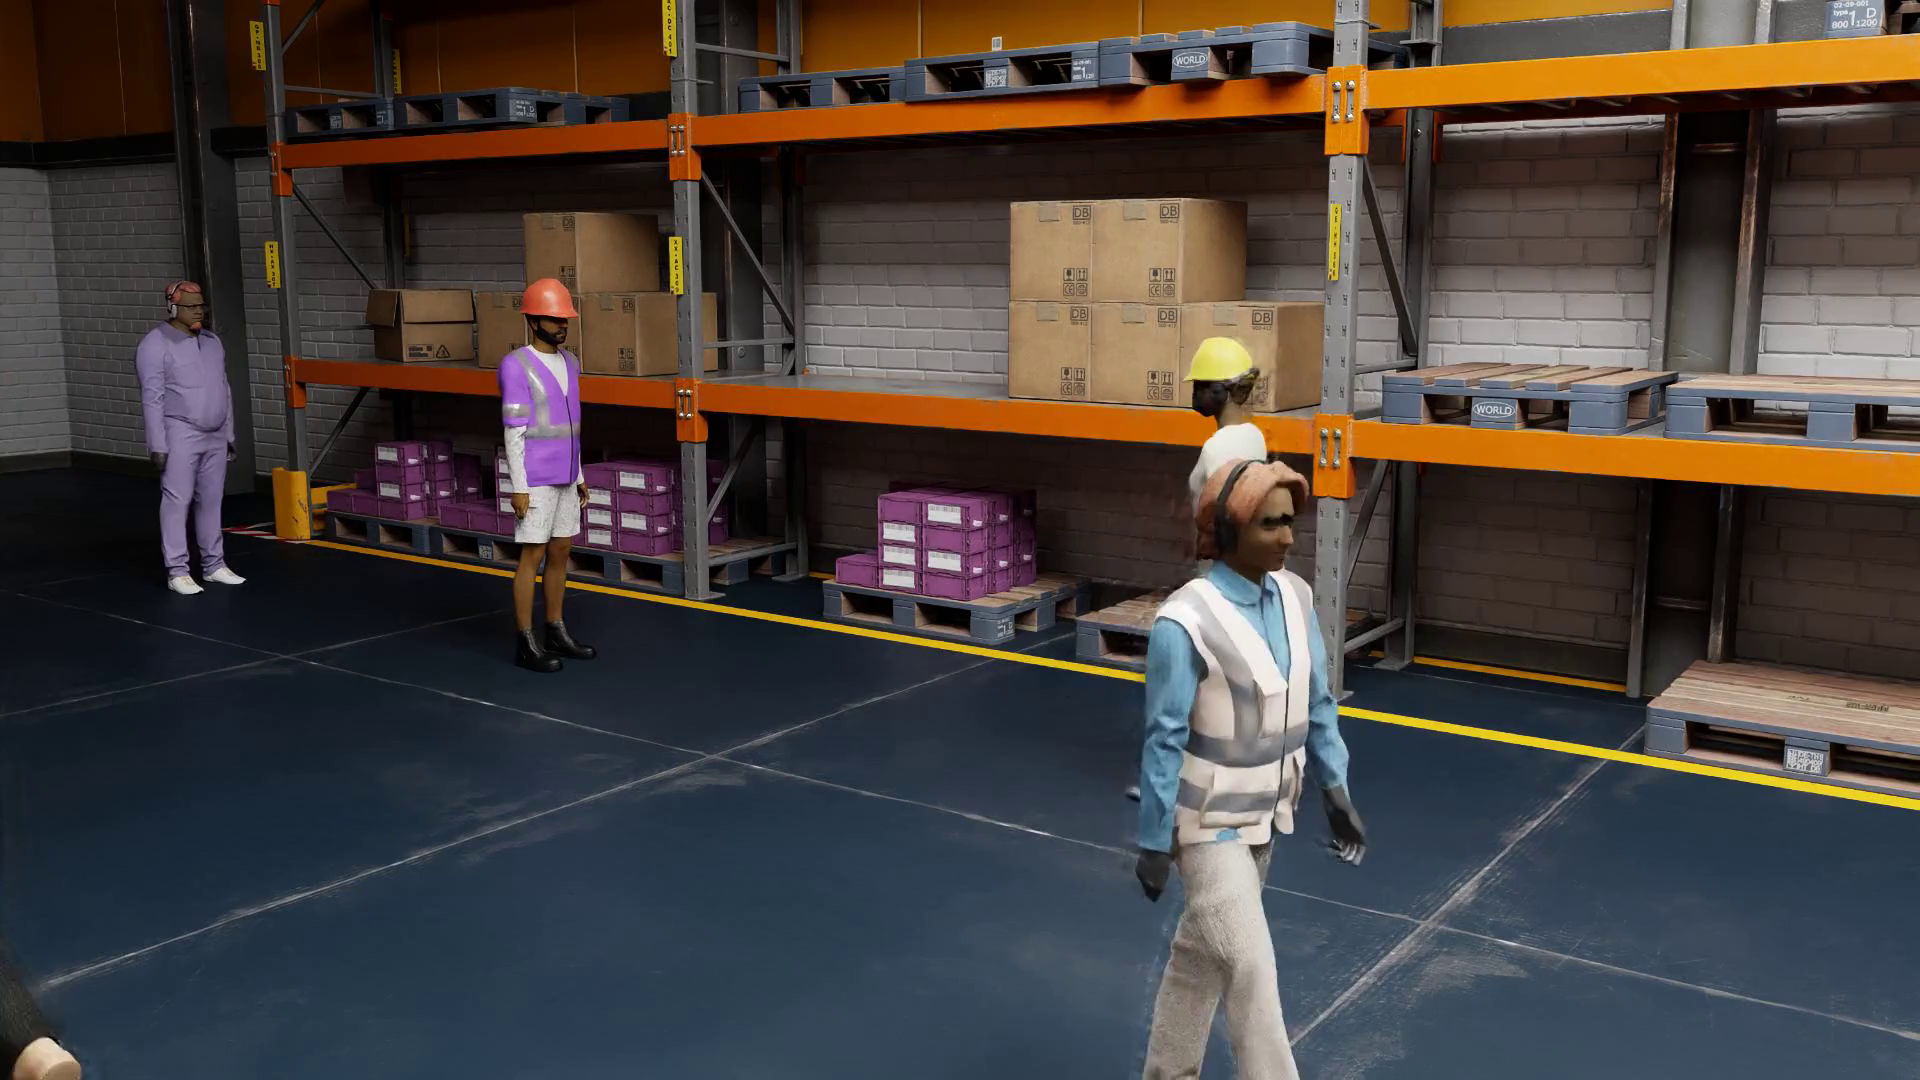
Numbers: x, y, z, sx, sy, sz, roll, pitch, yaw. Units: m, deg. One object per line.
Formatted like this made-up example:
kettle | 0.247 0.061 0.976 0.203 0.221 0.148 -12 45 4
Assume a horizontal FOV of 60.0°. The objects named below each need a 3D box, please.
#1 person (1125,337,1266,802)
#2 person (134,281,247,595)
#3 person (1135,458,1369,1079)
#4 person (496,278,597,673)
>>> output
person | 0.896 0.137 6.116 0.682 1.744 0.541 5 11 28
person | -4.682 -0.623 10.177 0.402 1.900 0.641 3 10 18
person | 0.676 0.636 3.554 0.801 1.606 0.518 8 13 40
person | -2.024 -0.322 8.265 0.375 1.935 0.551 4 10 23
